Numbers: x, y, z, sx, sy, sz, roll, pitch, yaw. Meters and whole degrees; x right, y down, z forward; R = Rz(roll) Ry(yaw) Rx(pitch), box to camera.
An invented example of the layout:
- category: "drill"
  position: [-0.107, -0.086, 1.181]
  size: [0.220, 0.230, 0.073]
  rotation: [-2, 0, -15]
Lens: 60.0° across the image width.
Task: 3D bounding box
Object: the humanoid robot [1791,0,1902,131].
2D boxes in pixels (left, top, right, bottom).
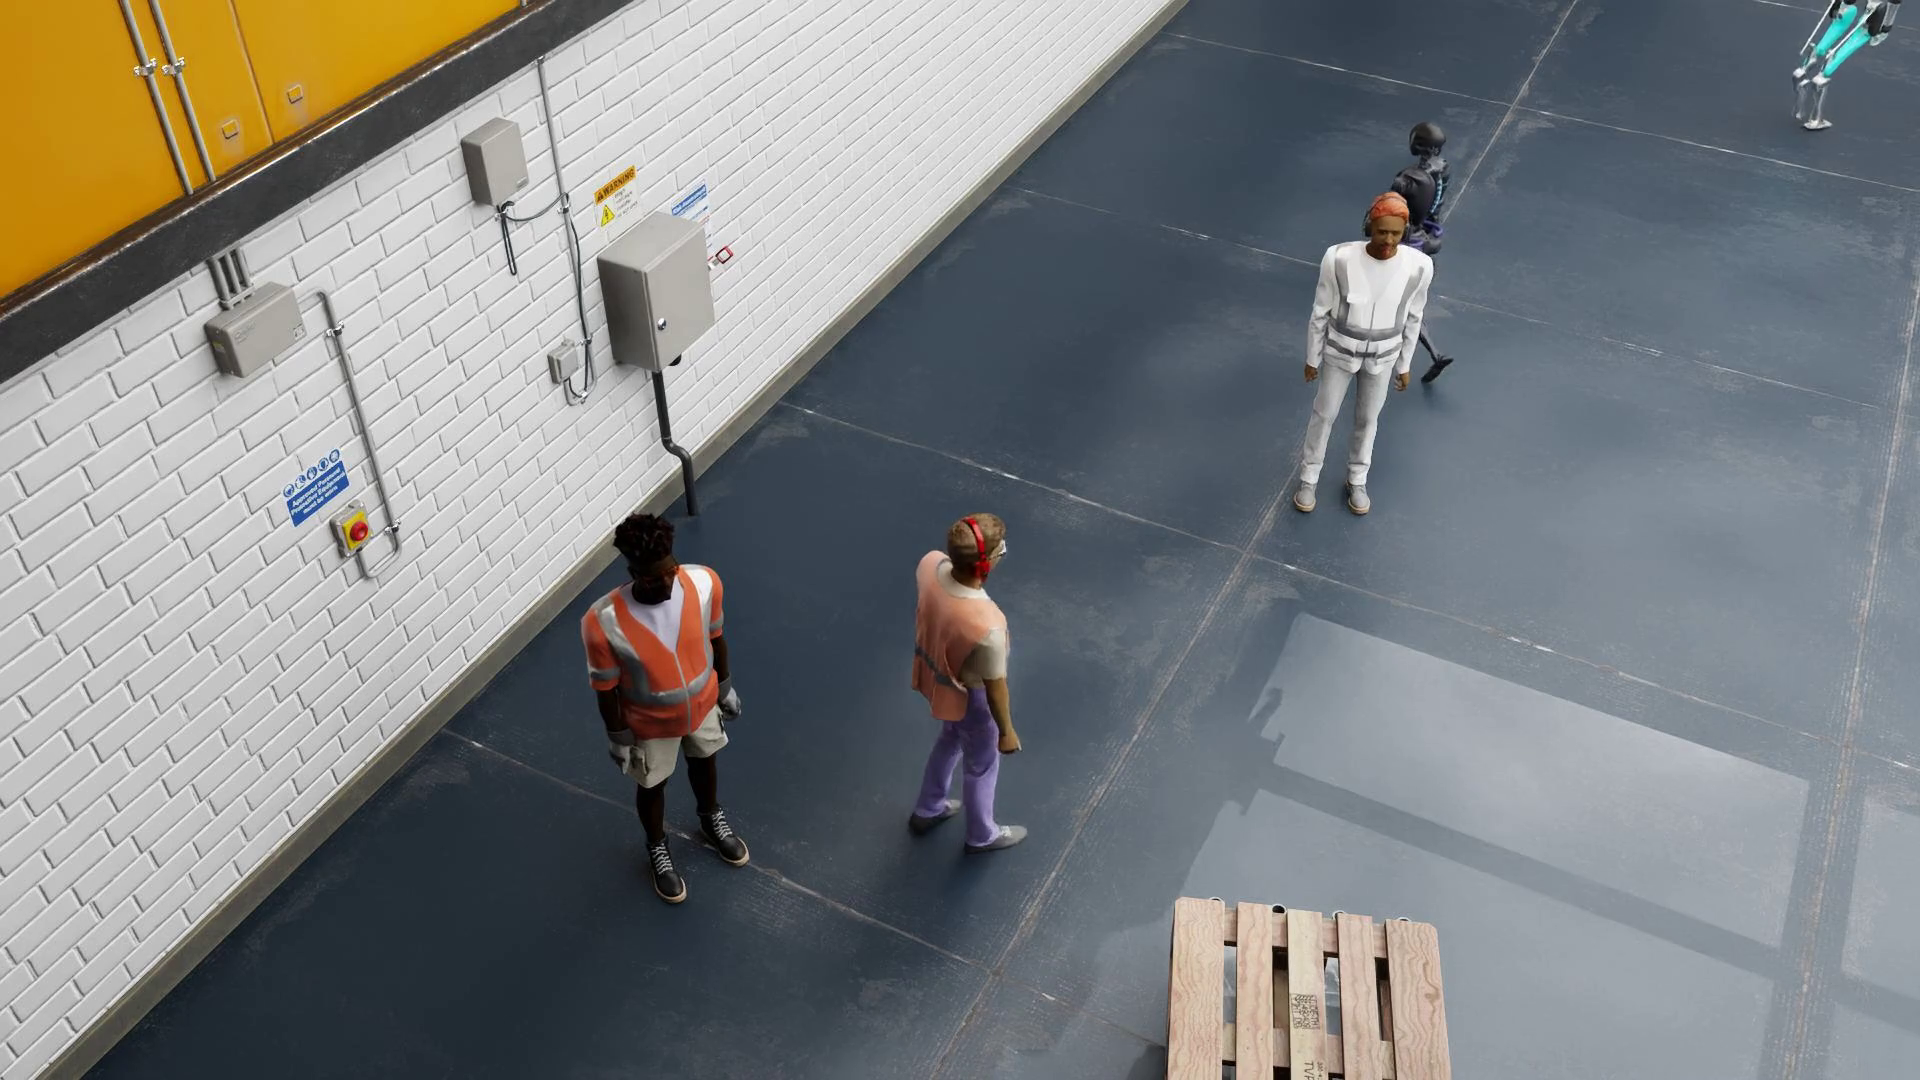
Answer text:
- category: "humanoid robot"
  position: [6.422, -3.769, 12.105]
  size: [0.655, 1.831, 0.538]
  rotation: [-18, 44, -20]

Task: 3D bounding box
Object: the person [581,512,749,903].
- category: "person"
  position: [-1.173, 0.676, 6.756]
  size: [0.605, 1.966, 0.368]
  rotation: [-26, 47, -27]

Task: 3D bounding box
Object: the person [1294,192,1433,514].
- category: "person"
  position: [2.092, -0.951, 8.705]
  size: [0.574, 1.884, 0.356]
  rotation: [3, 41, 4]

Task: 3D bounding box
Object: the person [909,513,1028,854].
- category: "person"
  position: [0.035, 0.639, 6.904]
  size: [0.429, 1.849, 0.578]
  rotation: [-20, 45, -22]

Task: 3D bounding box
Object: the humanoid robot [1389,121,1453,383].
- category: "humanoid robot"
  position: [2.644, -1.636, 9.677]
  size: [0.609, 1.635, 0.647]
  rotation: [-30, 49, -30]
